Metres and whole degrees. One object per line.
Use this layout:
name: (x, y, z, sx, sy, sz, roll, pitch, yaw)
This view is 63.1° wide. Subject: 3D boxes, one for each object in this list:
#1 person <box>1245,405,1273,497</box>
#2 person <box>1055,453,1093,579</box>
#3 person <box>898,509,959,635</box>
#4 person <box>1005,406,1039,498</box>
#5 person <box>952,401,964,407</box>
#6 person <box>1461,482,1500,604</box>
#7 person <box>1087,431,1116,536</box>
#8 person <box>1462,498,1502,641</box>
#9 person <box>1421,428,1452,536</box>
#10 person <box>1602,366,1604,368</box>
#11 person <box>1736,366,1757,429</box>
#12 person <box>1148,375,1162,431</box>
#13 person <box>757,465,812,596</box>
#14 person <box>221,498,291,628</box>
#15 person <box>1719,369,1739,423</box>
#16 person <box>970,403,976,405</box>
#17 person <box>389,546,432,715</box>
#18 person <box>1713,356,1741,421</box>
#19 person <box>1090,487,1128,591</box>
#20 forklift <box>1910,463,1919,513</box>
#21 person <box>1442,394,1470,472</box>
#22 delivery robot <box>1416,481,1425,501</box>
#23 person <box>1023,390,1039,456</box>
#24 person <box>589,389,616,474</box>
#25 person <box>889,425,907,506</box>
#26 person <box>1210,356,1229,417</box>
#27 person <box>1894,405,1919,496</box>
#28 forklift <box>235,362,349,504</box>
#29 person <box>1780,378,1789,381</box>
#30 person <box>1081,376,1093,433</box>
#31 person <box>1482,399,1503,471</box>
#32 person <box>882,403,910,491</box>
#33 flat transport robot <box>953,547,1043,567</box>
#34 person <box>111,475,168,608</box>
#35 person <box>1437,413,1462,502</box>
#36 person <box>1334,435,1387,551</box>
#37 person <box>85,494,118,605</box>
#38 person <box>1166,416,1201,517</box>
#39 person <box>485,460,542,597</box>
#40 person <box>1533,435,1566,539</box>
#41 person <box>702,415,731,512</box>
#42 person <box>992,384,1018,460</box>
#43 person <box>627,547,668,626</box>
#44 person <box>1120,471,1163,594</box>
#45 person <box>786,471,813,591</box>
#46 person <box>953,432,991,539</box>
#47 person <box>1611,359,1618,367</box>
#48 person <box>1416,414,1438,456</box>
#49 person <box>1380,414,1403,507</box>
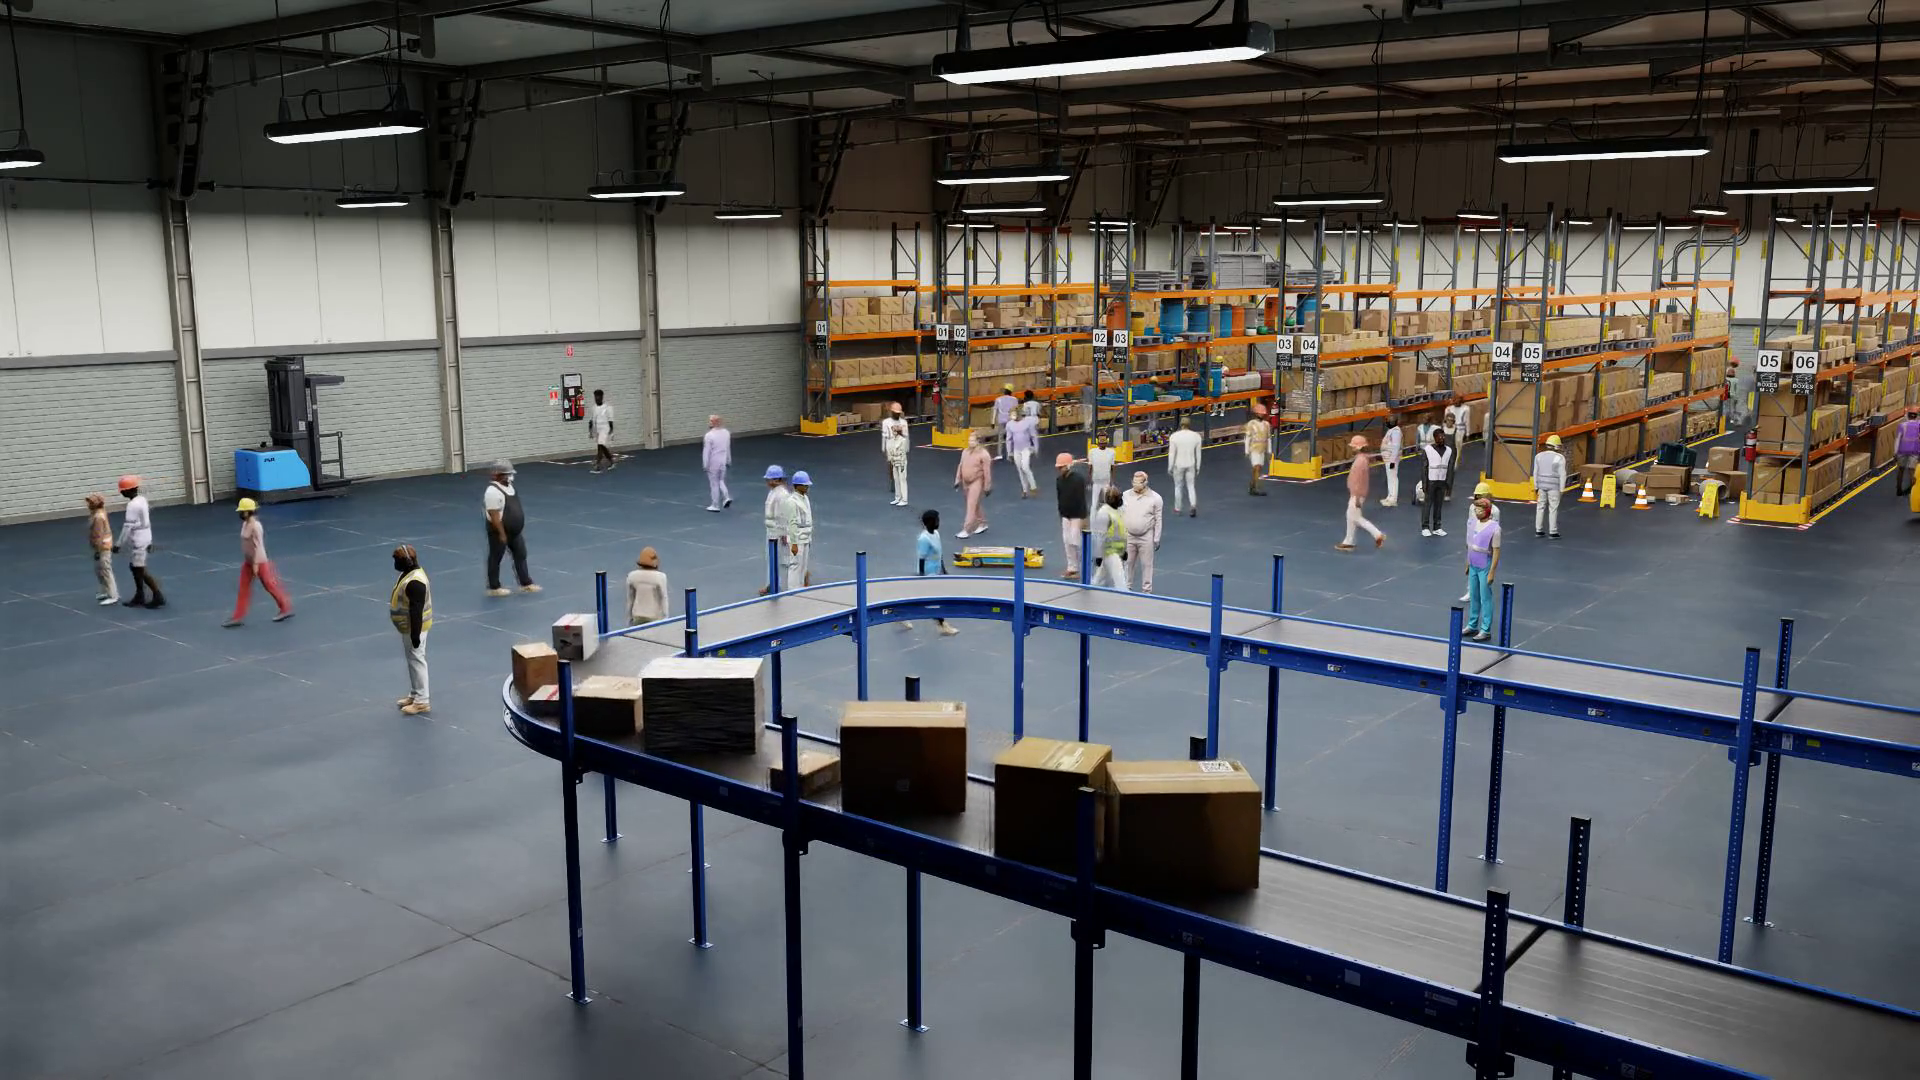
person: (6.273, -1.841, 32.453, 0.570, 1.905, 0.874, -5, 11, -26)
person: (1.710, -0.372, 24.020, 0.542, 1.967, 0.638, -8, 13, -37)
person: (-0.456, 0.403, 20.530, 0.853, 1.661, 0.541, 2, 10, 11)
person: (1.284, -1.817, 32.381, 0.729, 1.890, 0.451, 6, 12, 30)
person: (0.041, -4.078, 45.367, 0.614, 1.779, 0.928, 7, 12, 35)
person: (7.434, 0.041, 22.325, 0.320, 1.742, 0.492, -8, 13, -38)
person: (2.517, -1.002, 27.872, 0.510, 1.862, 0.328, -1, 10, -4)
person: (6.746, 0.370, 20.203, 0.390, 1.840, 0.565, -3, 11, -18)
person: (8.480, -1.037, 27.896, 0.592, 1.921, 0.389, -4, 11, -19)
person: (18.809, -4.227, 46.048, 0.534, 1.848, 0.611, 8, 13, 39)
person: (23.074, -4.128, 45.405, 1.005, 1.891, 0.644, 9, 14, 42)
person: (5.300, -3.646, 43.042, 0.528, 1.757, 0.483, 6, 12, 29)
person: (-2.597, -0.148, 22.876, 0.722, 1.928, 0.613, -4, 11, -21)
person: (-9.479, 0.285, 21.020, 0.535, 1.720, 0.893, 9, 14, 41)
person: (23.310, -4.362, 47.419, 0.509, 1.632, 0.265, 3, 11, 17)
person: (0.400, -3.816, 43.826, 0.864, 1.811, 0.544, -6, 12, -30)
person: (-5.935, 0.957, 16.938, 0.428, 1.832, 0.627, -5, 11, -24)
person: (23.604, -4.662, 48.080, 0.933, 2.006, 0.593, 5, 11, 28)
person: (2.093, 0.152, 21.570, 0.956, 1.795, 0.644, 4, 11, 22)
forklift: (19.034, -1.348, 28.998, 2.313, 2.155, 1.214, 8, 13, 37)
person: (11.371, -2.434, 35.989, 0.610, 1.830, 0.993, 6, 12, 30)
delivery robot: (9.424, -1.046, 31.648, 0.477, 0.478, 0.707, 4, 11, 20)
person: (1.761, -2.918, 39.170, 0.396, 1.668, 0.613, 10, 14, 43)
person: (-8.328, -2.557, 36.443, 0.610, 1.931, 0.966, 5, 11, 27)
person: (-1.230, -1.501, 31.329, 0.318, 1.628, 0.509, -7, 12, -33)
person: (8.179, -4.843, 49.323, 0.585, 1.918, 0.381, 8, 13, 36)
person: (19.731, -1.848, 32.518, 0.558, 1.903, 0.720, 5, 11, 27)
forklift: (-13.803, -2.244, 32.110, 1.129, 2.768, 1.873, 8, 13, 37)
person: (23.572, -3.949, 44.419, 0.905, 1.877, 0.651, 4, 11, 19)
person: (3.687, -3.868, 44.693, 0.496, 1.615, 0.350, 7, 12, 34)
person: (12.101, -2.292, 35.351, 0.607, 1.788, 0.915, 6, 12, 31)
person: (-1.323, -1.928, 32.983, 0.562, 1.887, 0.975, -4, 11, -20)
flat transport robot: (0.624, 0.265, 25.327, 1.431, 0.197, 0.652, 1, 10, 5)
person: (-11.522, 0.026, 21.949, 0.648, 1.905, 0.558, -3, 10, -16)
person: (9.875, -1.670, 31.748, 0.537, 1.818, 0.703, 5, 11, 27)
person: (6.764, -0.778, 26.303, 0.783, 1.973, 0.621, 3, 11, 18)
person: (-12.210, 0.128, 22.223, 0.342, 1.610, 0.553, -7, 12, -33)
person: (4.303, -1.415, 30.006, 0.650, 1.939, 0.455, -1, 10, -6)
person: (-6.513, -0.163, 22.756, 0.875, 2.000, 0.720, 2, 10, 10)
person: (10.421, -0.942, 27.617, 0.403, 1.828, 0.594, -8, 13, -37)
person: (-4.781, -1.501, 30.570, 0.416, 1.892, 0.672, 7, 13, 36)
person: (1.127, -2.927, 38.750, 0.645, 1.889, 1.004, 2, 10, 9)
person: (-3.590, 0.893, 17.879, 0.522, 1.615, 0.477, 2, 10, 10)
person: (2.545, -0.035, 22.313, 0.636, 1.903, 0.404, 4, 11, 19)
person: (-2.247, -0.006, 22.016, 0.400, 1.945, 0.615, 2, 10, 12)
person: (0.228, -0.993, 27.833, 0.957, 1.864, 0.647, -9, 13, -40)
person: (20.719, -4.934, 49.779, 0.352, 1.940, 0.545, 2, 10, 13)
person: (10.181, -1.947, 33.952, 0.551, 1.593, 0.885, 10, 14, 44)
person: (8.629, -1.604, 31.317, 0.429, 1.840, 0.629, 2, 10, 10)
